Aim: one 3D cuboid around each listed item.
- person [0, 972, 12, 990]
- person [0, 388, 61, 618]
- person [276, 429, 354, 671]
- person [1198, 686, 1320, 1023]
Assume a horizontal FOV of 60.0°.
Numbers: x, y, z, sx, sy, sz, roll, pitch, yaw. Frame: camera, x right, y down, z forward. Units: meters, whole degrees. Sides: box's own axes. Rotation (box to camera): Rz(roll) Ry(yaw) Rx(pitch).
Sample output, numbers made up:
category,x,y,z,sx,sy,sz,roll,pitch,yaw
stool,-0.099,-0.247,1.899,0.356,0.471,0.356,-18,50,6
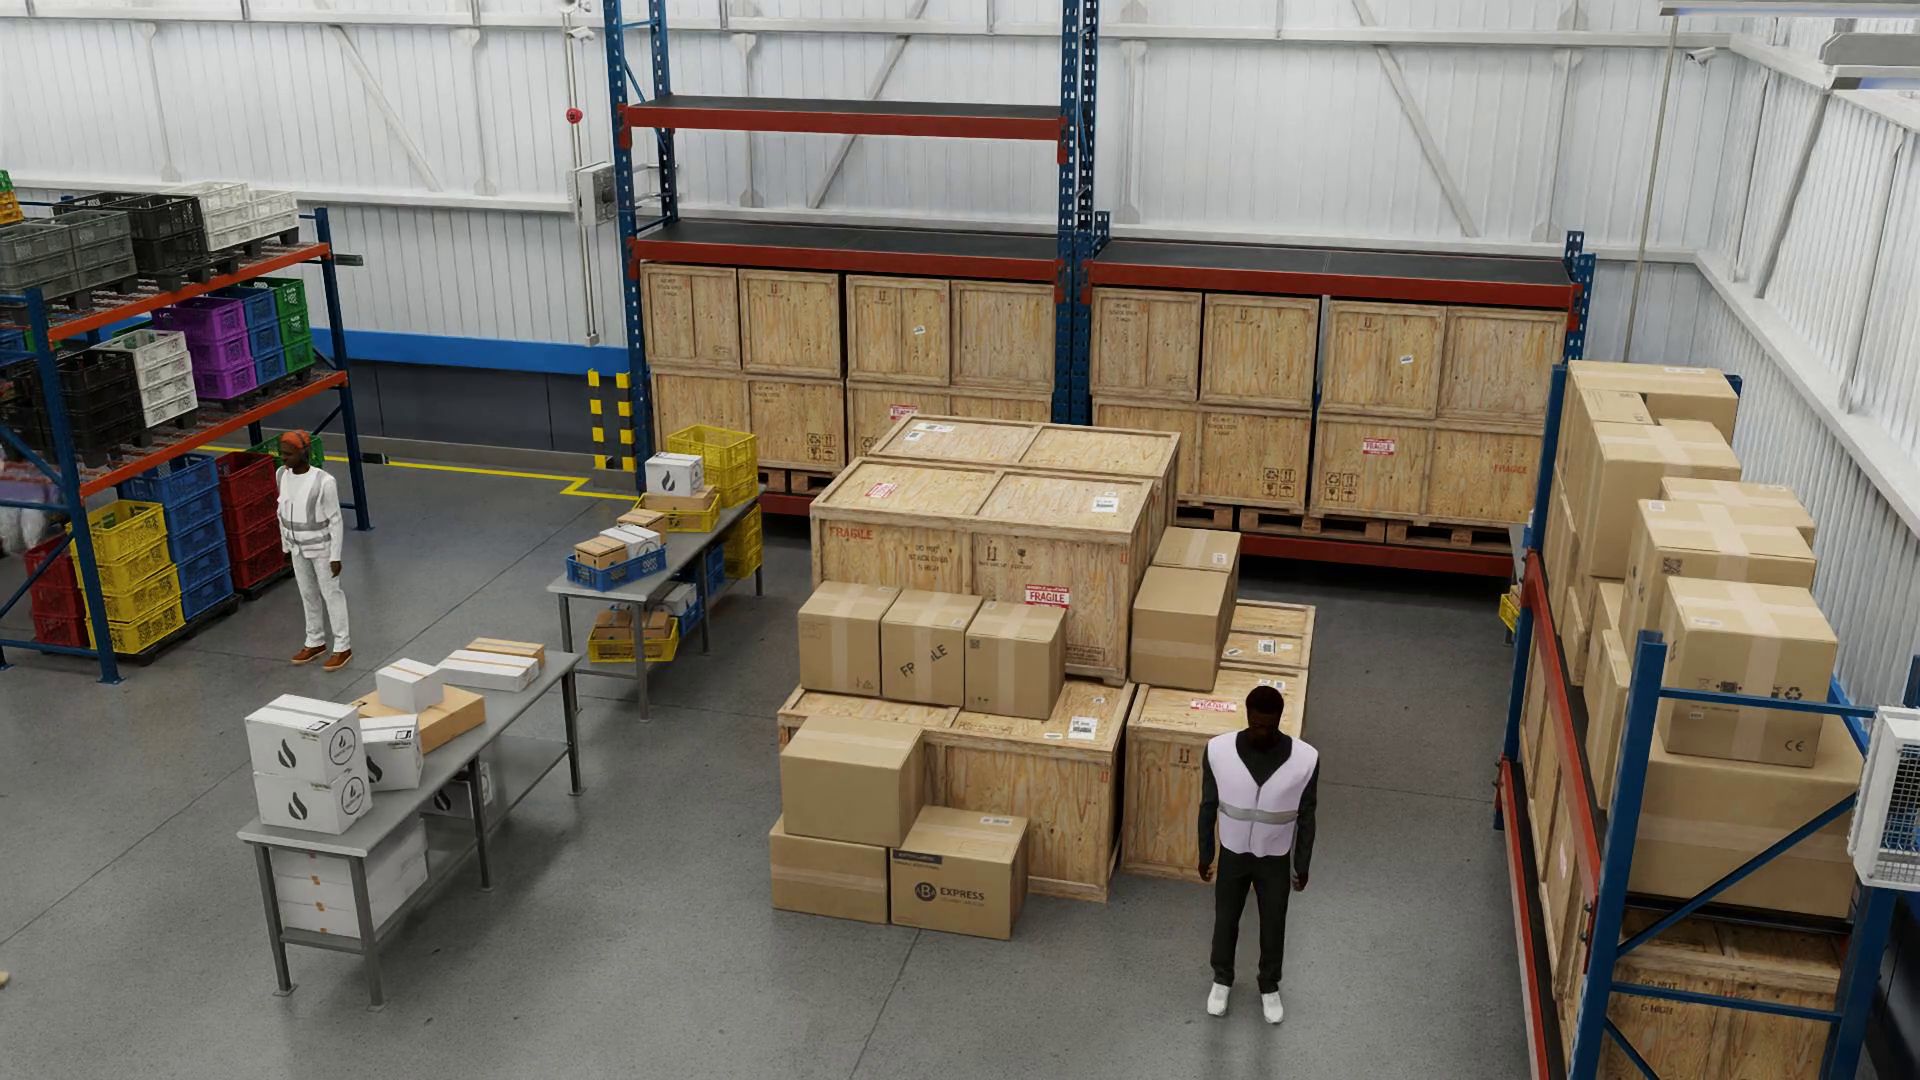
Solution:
category,x,y,z,sx,sy,sz,roll,pitch,yaw
person,-5.312,1.723,8.518,0.547,1.684,0.568,12,24,29
person,-7.653,-0.335,13.615,0.678,1.907,0.606,-1,21,-2
person,-4.905,0.074,12.574,0.572,1.883,0.356,9,23,22
person,1.517,1.594,8.565,0.592,1.911,0.390,4,21,10
